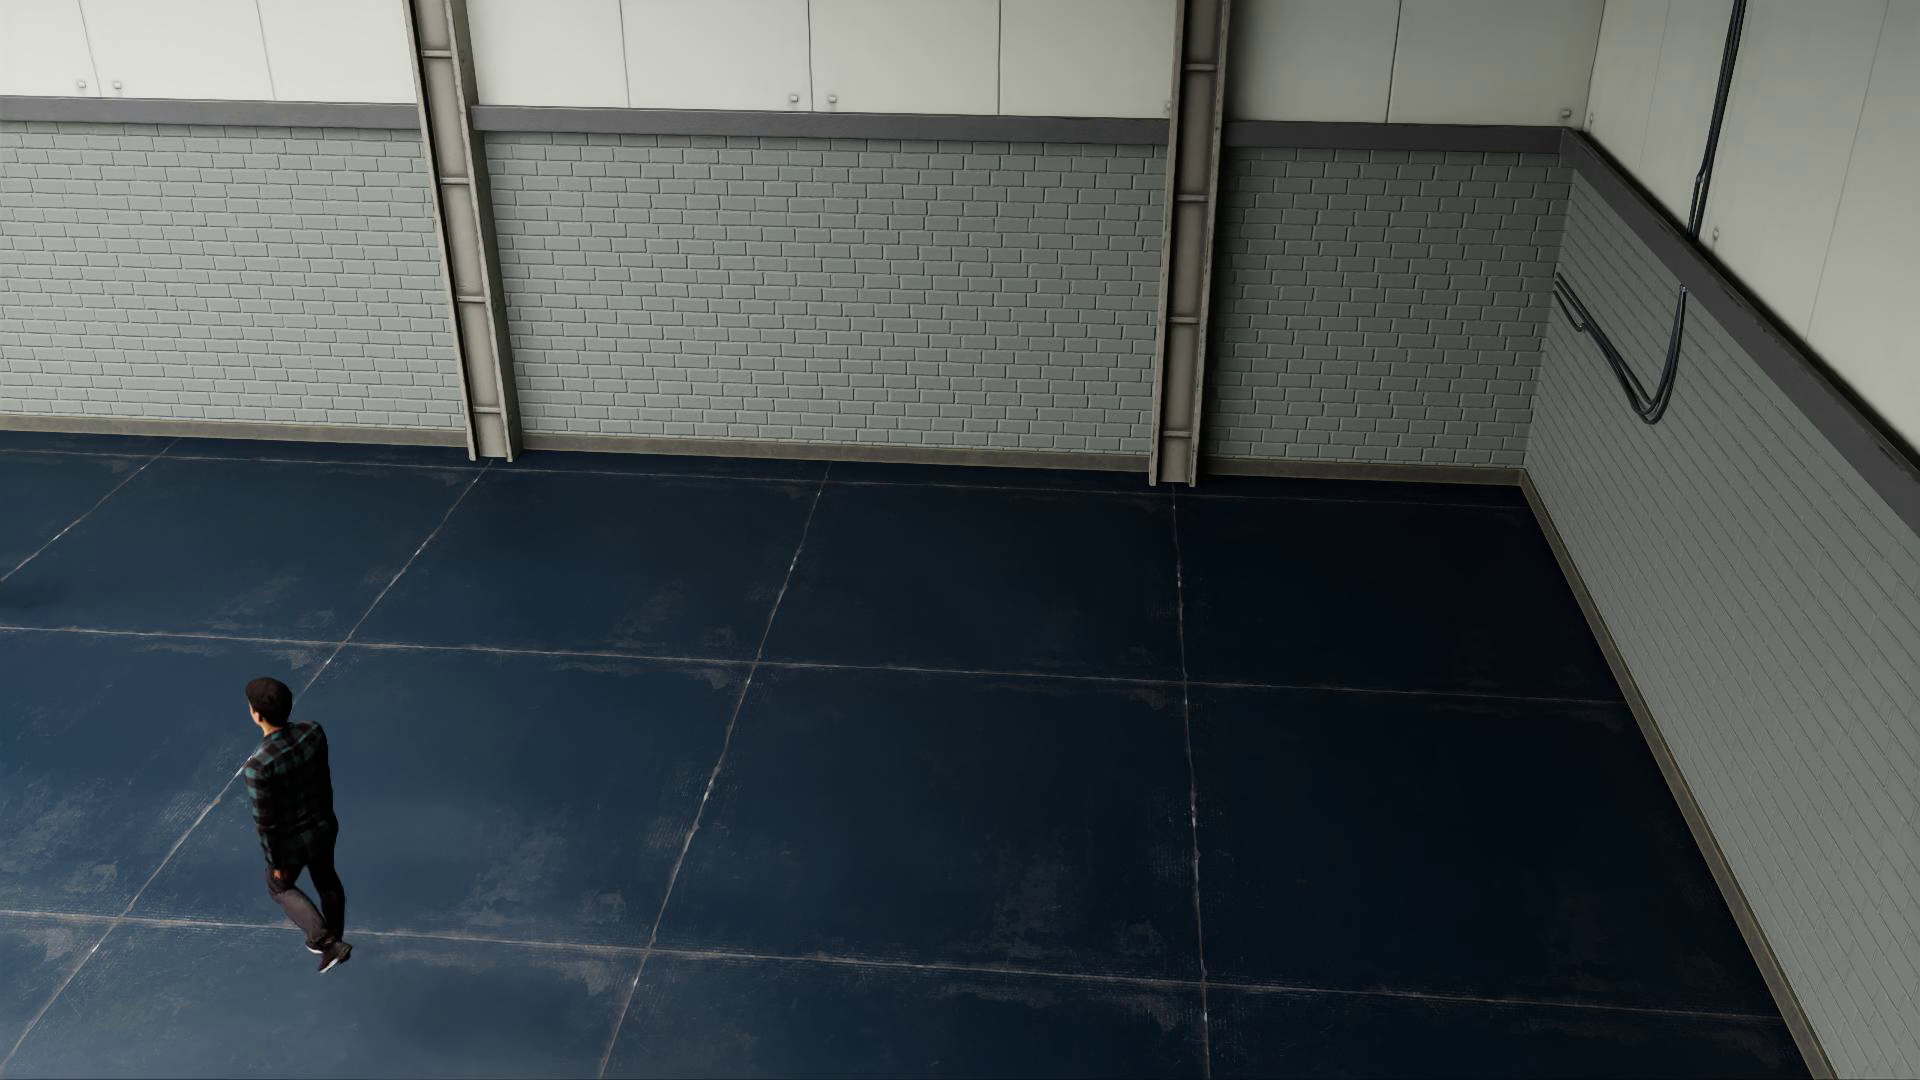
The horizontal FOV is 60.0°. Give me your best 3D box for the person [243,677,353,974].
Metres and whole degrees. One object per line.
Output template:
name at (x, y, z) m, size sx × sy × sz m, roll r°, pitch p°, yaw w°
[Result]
person at (-3.199, 1.427, 8.189) m, size 0.823 × 1.702 × 0.811 m, roll 15°, pitch 31°, yaw 26°
